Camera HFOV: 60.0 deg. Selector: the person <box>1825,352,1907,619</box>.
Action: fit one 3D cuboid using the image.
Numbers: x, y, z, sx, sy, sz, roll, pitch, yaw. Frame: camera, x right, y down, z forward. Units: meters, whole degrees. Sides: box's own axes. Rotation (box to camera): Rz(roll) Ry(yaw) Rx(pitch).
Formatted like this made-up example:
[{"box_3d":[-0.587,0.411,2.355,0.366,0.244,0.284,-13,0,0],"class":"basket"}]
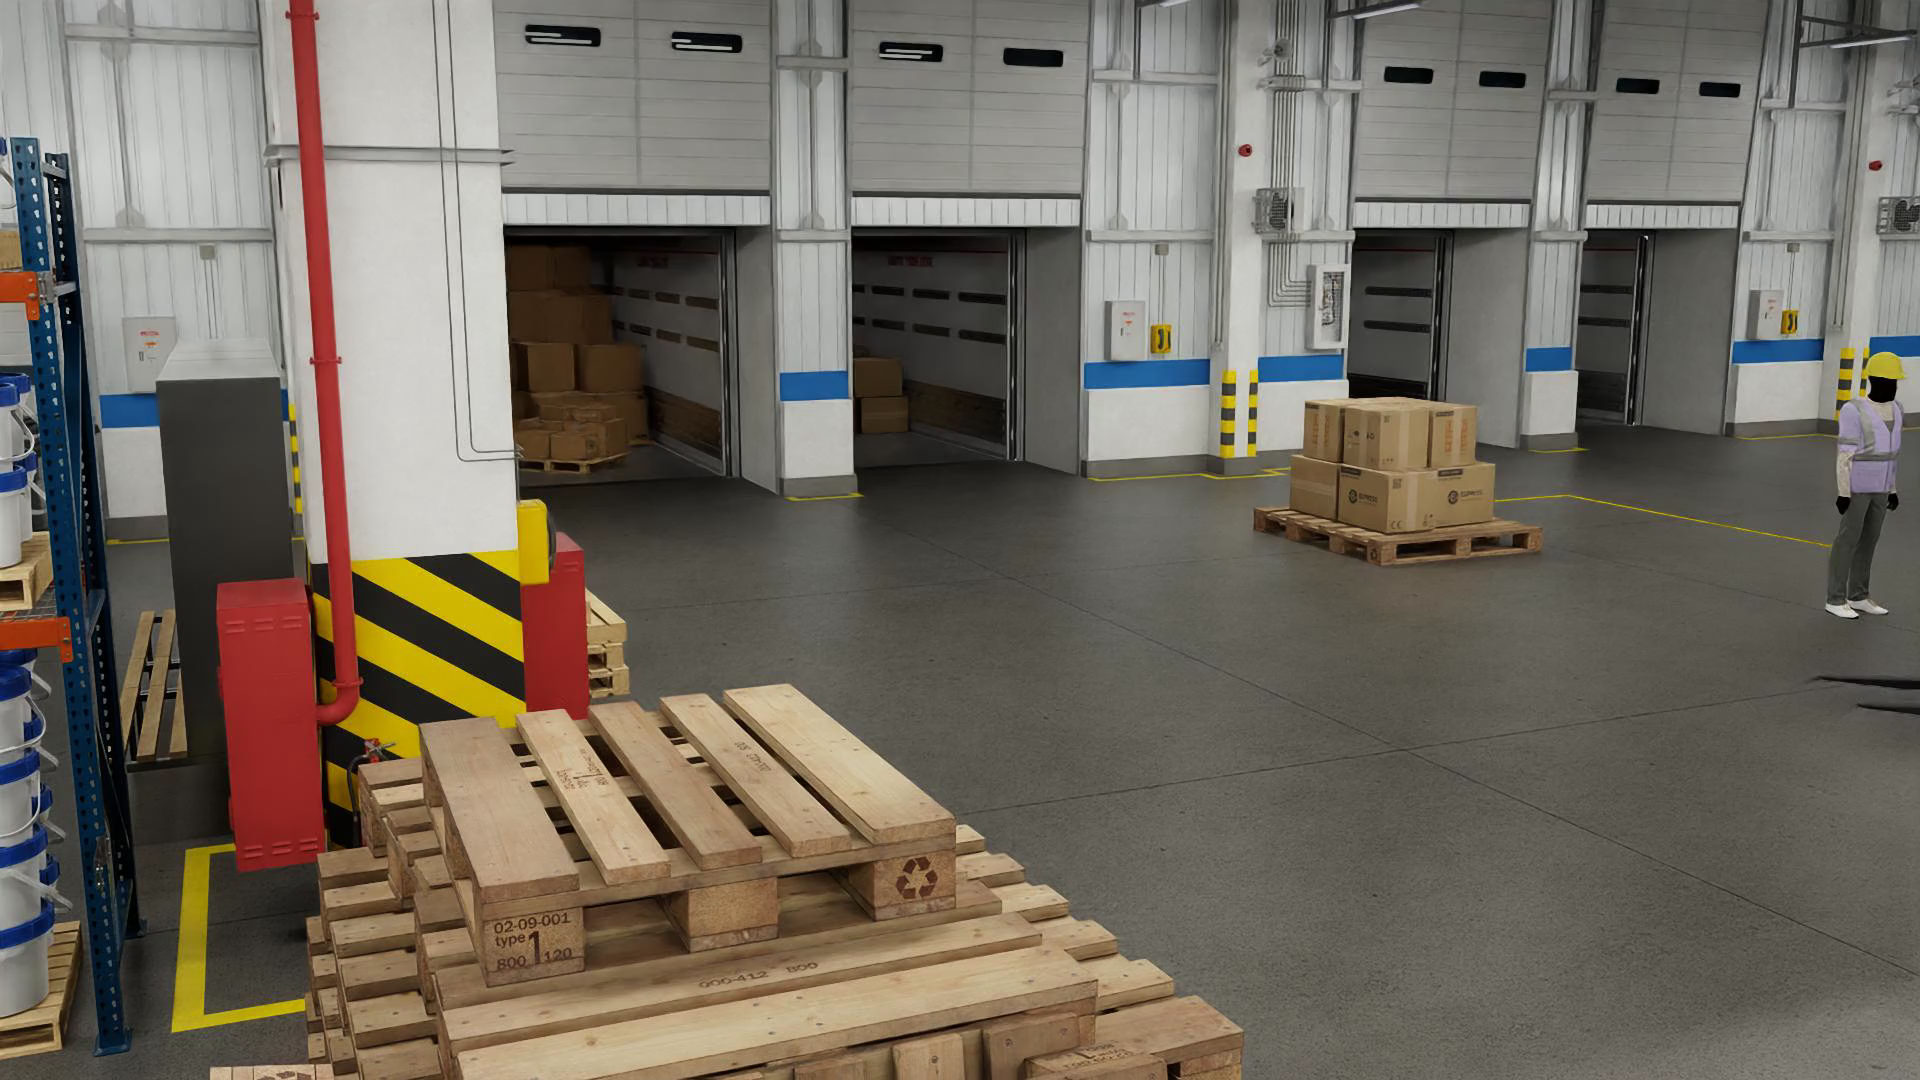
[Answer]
[{"box_3d":[6.560,-0.393,11.981,0.594,1.924,0.382,-5,11,-25],"class":"person"}]
